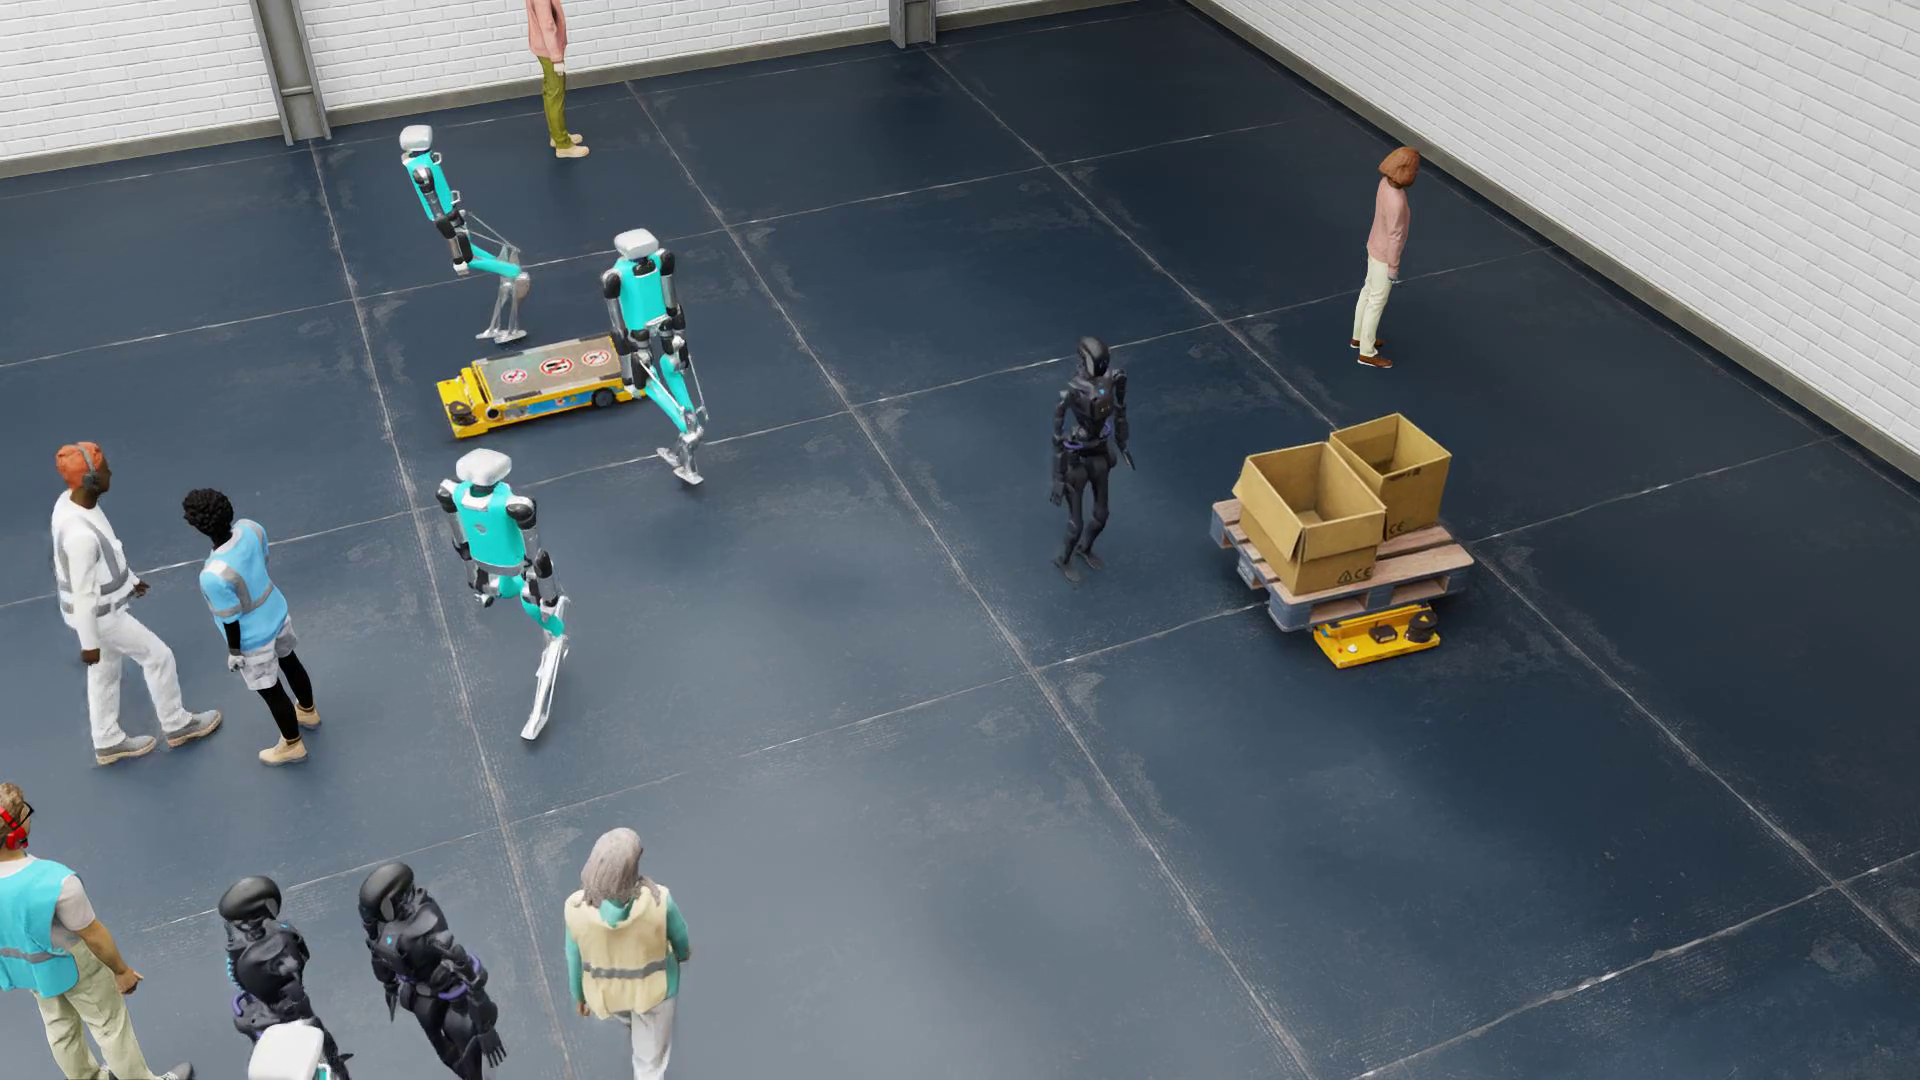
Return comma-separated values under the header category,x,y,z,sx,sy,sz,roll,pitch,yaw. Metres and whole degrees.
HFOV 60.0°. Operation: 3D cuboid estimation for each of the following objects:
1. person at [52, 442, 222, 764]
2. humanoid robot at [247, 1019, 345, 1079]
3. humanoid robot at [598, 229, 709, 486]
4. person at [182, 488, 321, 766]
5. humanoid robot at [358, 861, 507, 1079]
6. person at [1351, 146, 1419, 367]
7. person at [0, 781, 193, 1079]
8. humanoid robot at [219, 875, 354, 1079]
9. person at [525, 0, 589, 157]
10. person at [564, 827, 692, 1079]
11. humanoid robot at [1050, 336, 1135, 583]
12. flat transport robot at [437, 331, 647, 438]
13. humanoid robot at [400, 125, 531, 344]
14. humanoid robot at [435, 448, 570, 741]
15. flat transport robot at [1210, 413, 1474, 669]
category,x,y,z,sx,sy,sz,roll,pitch,yaw
person,-4.359,0.340,8.544,0.754,1.833,0.600,-22,43,-26
humanoid robot,-2.029,2.359,6.040,0.719,1.838,0.554,-5,38,-6
humanoid robot,-1.812,-1.048,10.444,0.892,1.768,0.535,29,46,32
person,-3.624,0.440,8.526,0.322,1.697,0.532,2,38,3
humanoid robot,-2.094,1.854,6.701,0.613,1.644,0.319,17,41,21
person,3.014,-2.011,11.770,0.292,1.631,0.497,0,38,0
person,-3.651,1.721,6.741,0.571,1.840,0.375,6,38,8
humanoid robot,-2.677,1.946,6.579,0.599,1.636,0.397,28,46,32
person,-3.575,-4.270,14.545,0.372,1.837,0.523,-12,39,-15
person,-1.338,1.822,6.764,0.460,1.650,0.977,2,38,3
humanoid robot,0.772,-0.482,9.752,0.601,1.653,0.358,-25,44,-29
flat transport robot,-2.906,-1.110,11.718,1.431,0.231,0.659,-15,40,-19
humanoid robot,-3.411,-2.147,11.863,0.843,1.749,0.552,-11,39,-14
humanoid robot,-2.302,0.173,8.851,0.539,1.767,0.917,11,39,14
flat transport robot,2.229,0.205,10.007,0.659,0.231,1.431,-11,39,-14
